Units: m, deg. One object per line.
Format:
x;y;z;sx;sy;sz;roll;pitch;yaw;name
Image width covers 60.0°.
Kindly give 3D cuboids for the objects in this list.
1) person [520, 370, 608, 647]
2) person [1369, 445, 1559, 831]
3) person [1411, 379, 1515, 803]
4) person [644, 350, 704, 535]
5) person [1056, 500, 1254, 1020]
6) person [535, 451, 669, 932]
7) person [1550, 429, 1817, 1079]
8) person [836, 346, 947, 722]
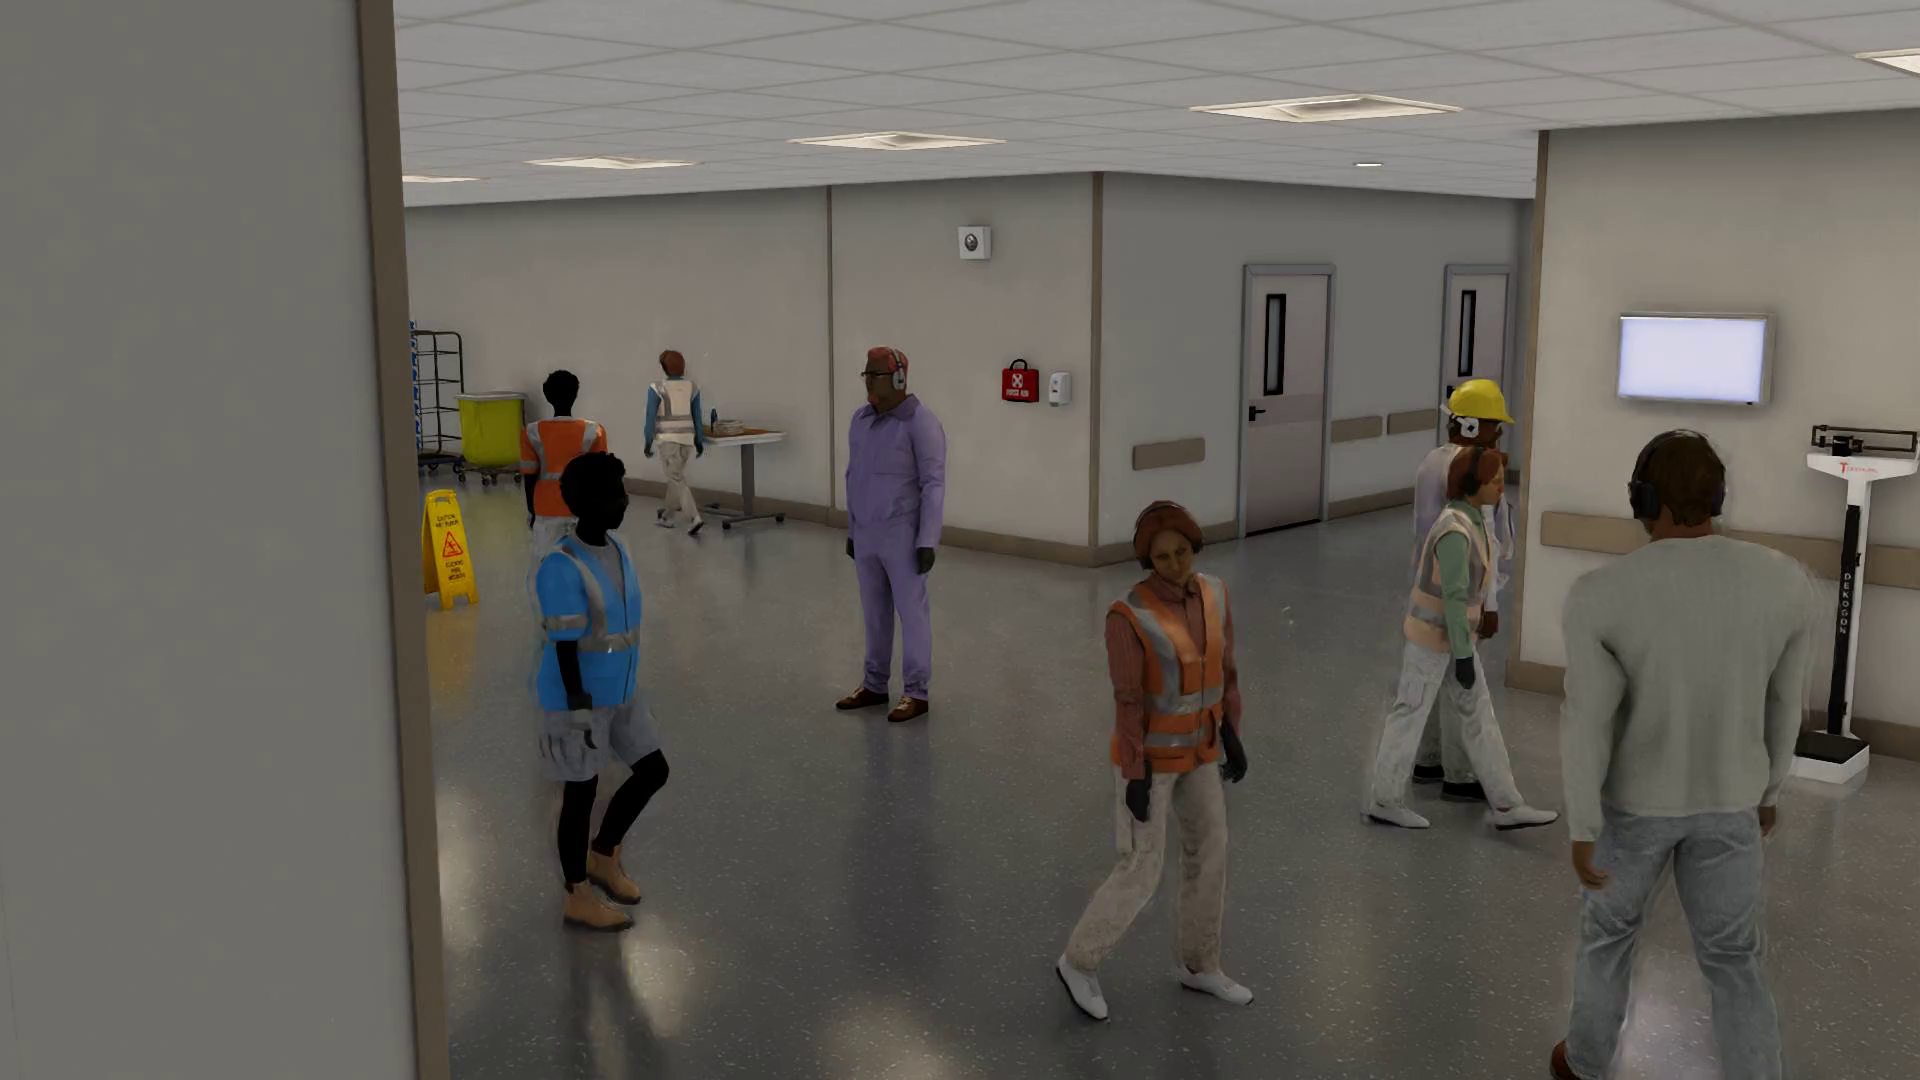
-2.363;-0.173;10.017;0.535;1.700;0.318;-2;9;-9;person
2.046;0.419;6.669;0.814;1.592;0.533;5;10;28;person
2.186;0.217;7.241;0.404;1.827;0.588;-1;9;-8;person
-2.466;-0.855;14.503;0.517;1.605;0.858;-9;13;-43;person
0.617;0.666;5.127;0.564;1.619;0.428;-9;13;-44;person
-1.243;0.534;5.723;0.372;1.684;0.541;4;10;22;person
1.820;0.671;4.215;0.639;1.911;0.922;1;9;4;person
-0.370;-0.031;8.513;0.400;1.909;0.643;-9;13;-44;person
